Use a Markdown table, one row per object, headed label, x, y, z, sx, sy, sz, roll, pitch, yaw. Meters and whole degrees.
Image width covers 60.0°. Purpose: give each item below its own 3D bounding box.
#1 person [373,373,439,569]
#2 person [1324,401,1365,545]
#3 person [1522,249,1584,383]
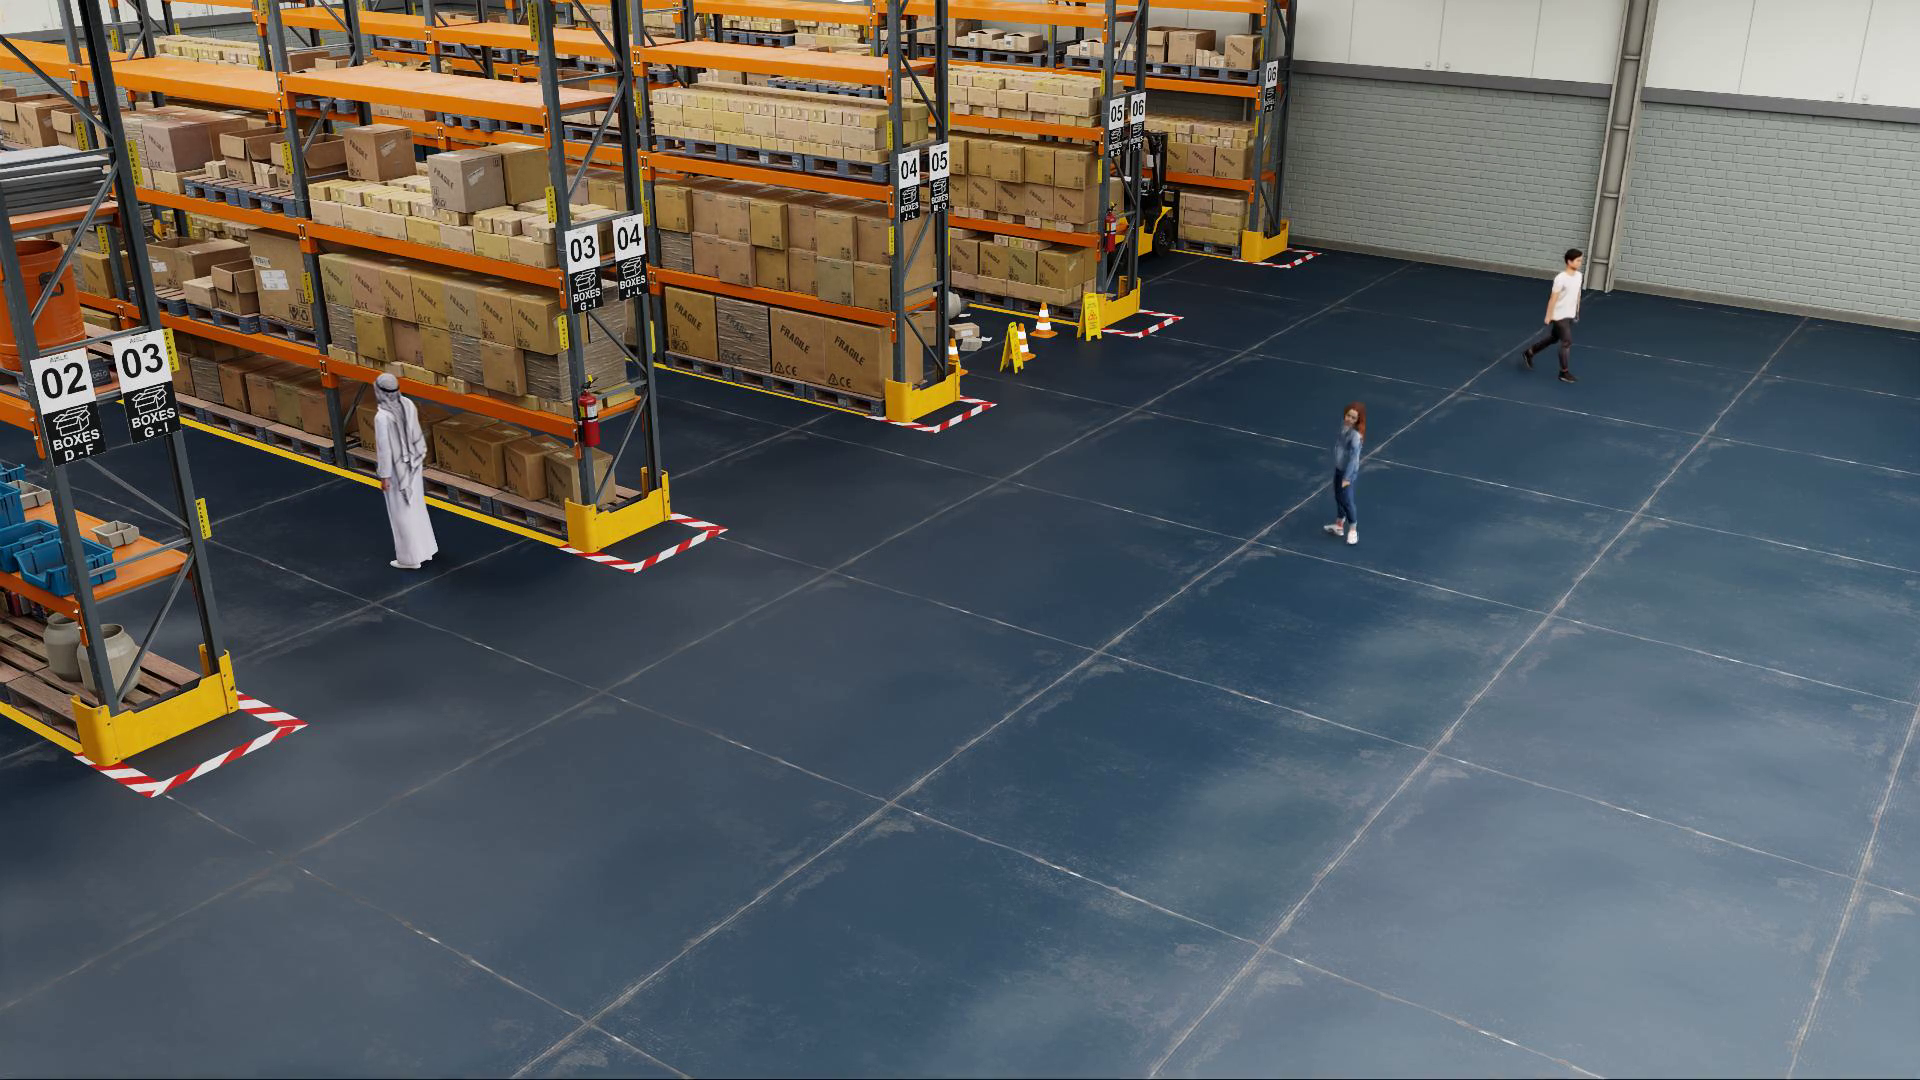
| label | x | y | z | sx | sy | sz | roll | pitch | yaw |
| --- | --- | --- | --- | --- | --- | --- | --- | --- | --- |
| person | -5.338 | -0.664 | 15.878 | 0.709 | 1.925 | 0.758 | 8 | 24 | 19 |
| person | 3.850 | -0.718 | 16.595 | 0.747 | 1.463 | 0.713 | 4 | 23 | 8 |
| person | 7.715 | -2.931 | 21.522 | 0.827 | 1.679 | 1.189 | -18 | 29 | -36 |
